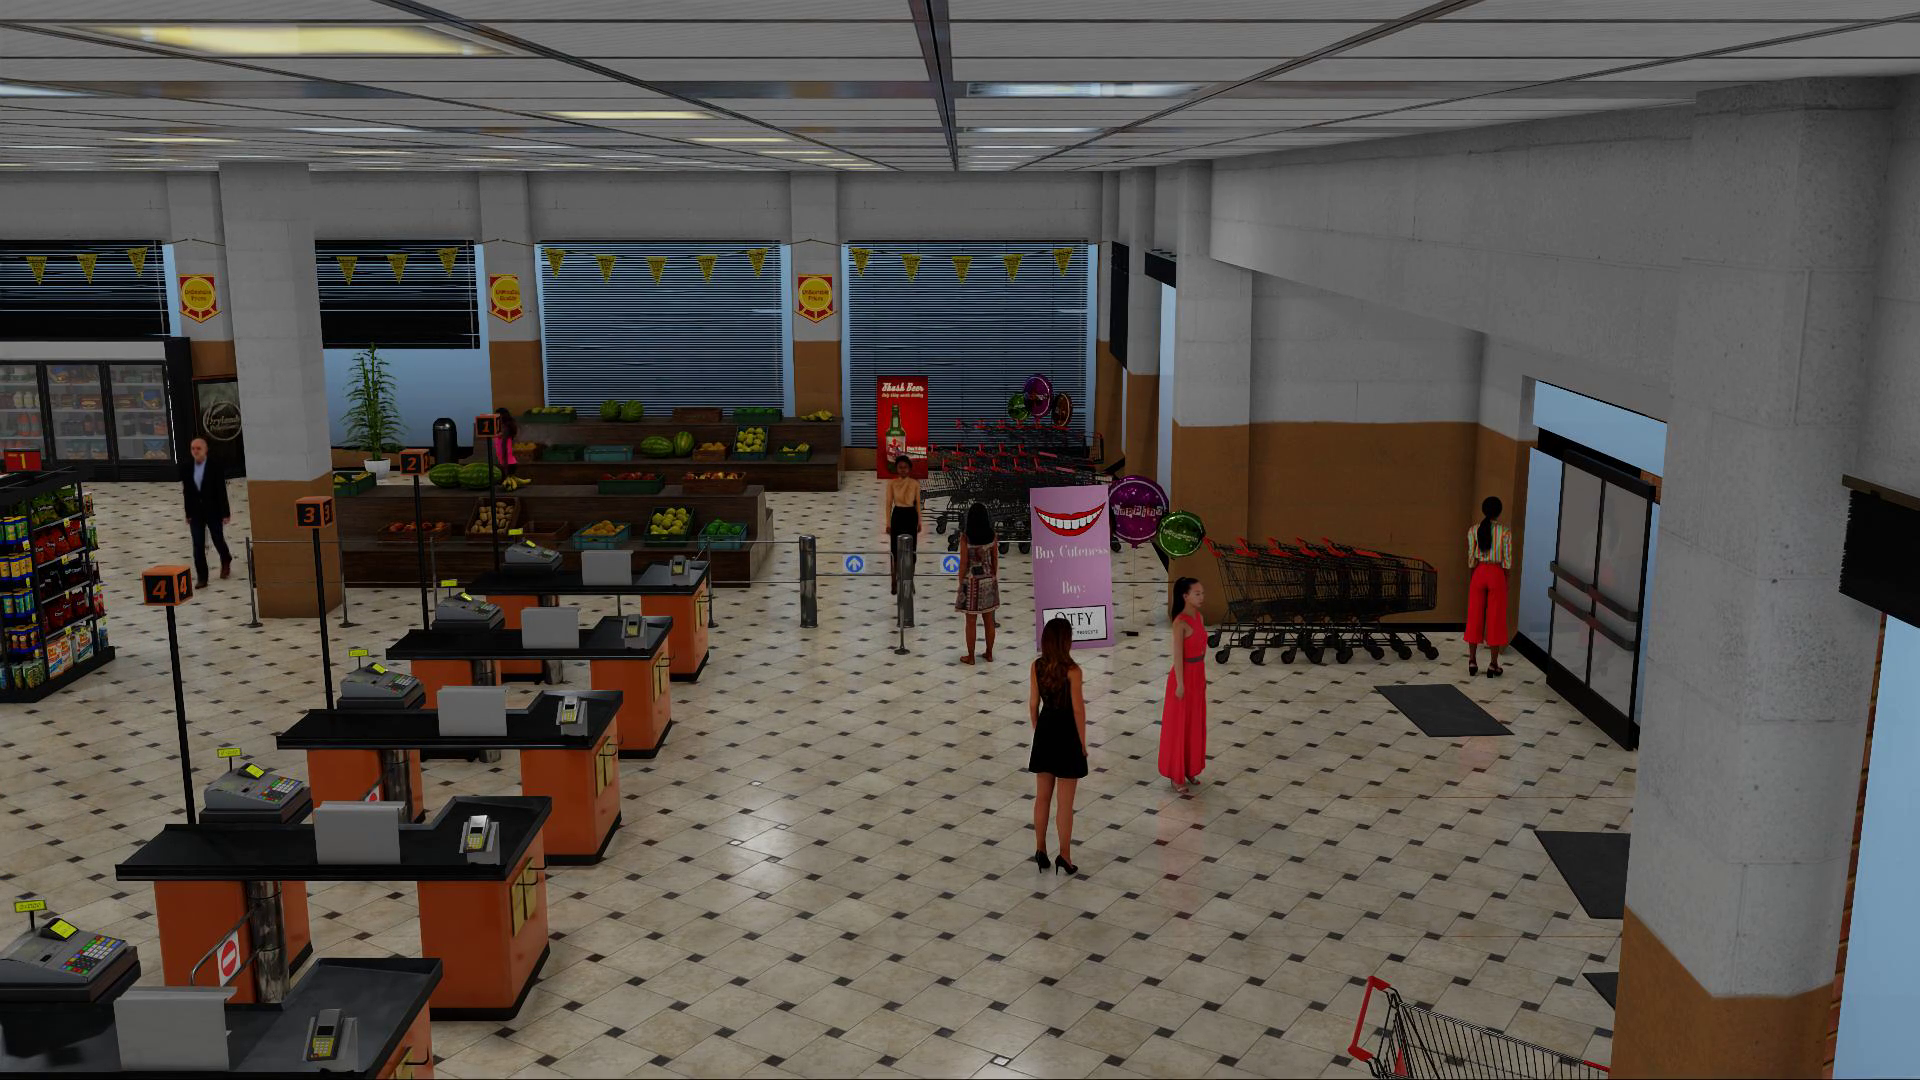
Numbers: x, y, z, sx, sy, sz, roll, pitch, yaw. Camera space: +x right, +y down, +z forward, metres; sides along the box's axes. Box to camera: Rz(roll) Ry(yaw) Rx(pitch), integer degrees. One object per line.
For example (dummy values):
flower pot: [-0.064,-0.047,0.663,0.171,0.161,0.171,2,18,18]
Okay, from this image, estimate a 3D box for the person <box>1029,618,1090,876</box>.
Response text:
person: [0.670,1.430,11.528,0.625,1.835,0.722,8,14,32]

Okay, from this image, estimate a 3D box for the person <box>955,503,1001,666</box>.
person: [0.185,0.429,16.741,0.643,1.645,0.784,-6,13,-27]

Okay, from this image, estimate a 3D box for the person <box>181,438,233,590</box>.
person: [-9.073,-0.342,20.084,1.111,1.778,0.841,-2,12,-7]

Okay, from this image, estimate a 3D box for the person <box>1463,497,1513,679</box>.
person: [5.169,0.452,16.273,0.635,1.793,0.740,7,14,30]

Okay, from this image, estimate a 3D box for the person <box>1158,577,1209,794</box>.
person: [1.803,1.135,13.194,0.746,1.726,0.714,8,14,34]

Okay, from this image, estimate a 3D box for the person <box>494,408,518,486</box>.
person: [-6.287,-1.008,23.418,0.918,1.707,0.591,-1,12,-4]

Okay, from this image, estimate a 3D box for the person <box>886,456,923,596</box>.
person: [-0.656,-0.175,19.593,0.525,1.654,0.670,-2,12,-9]
